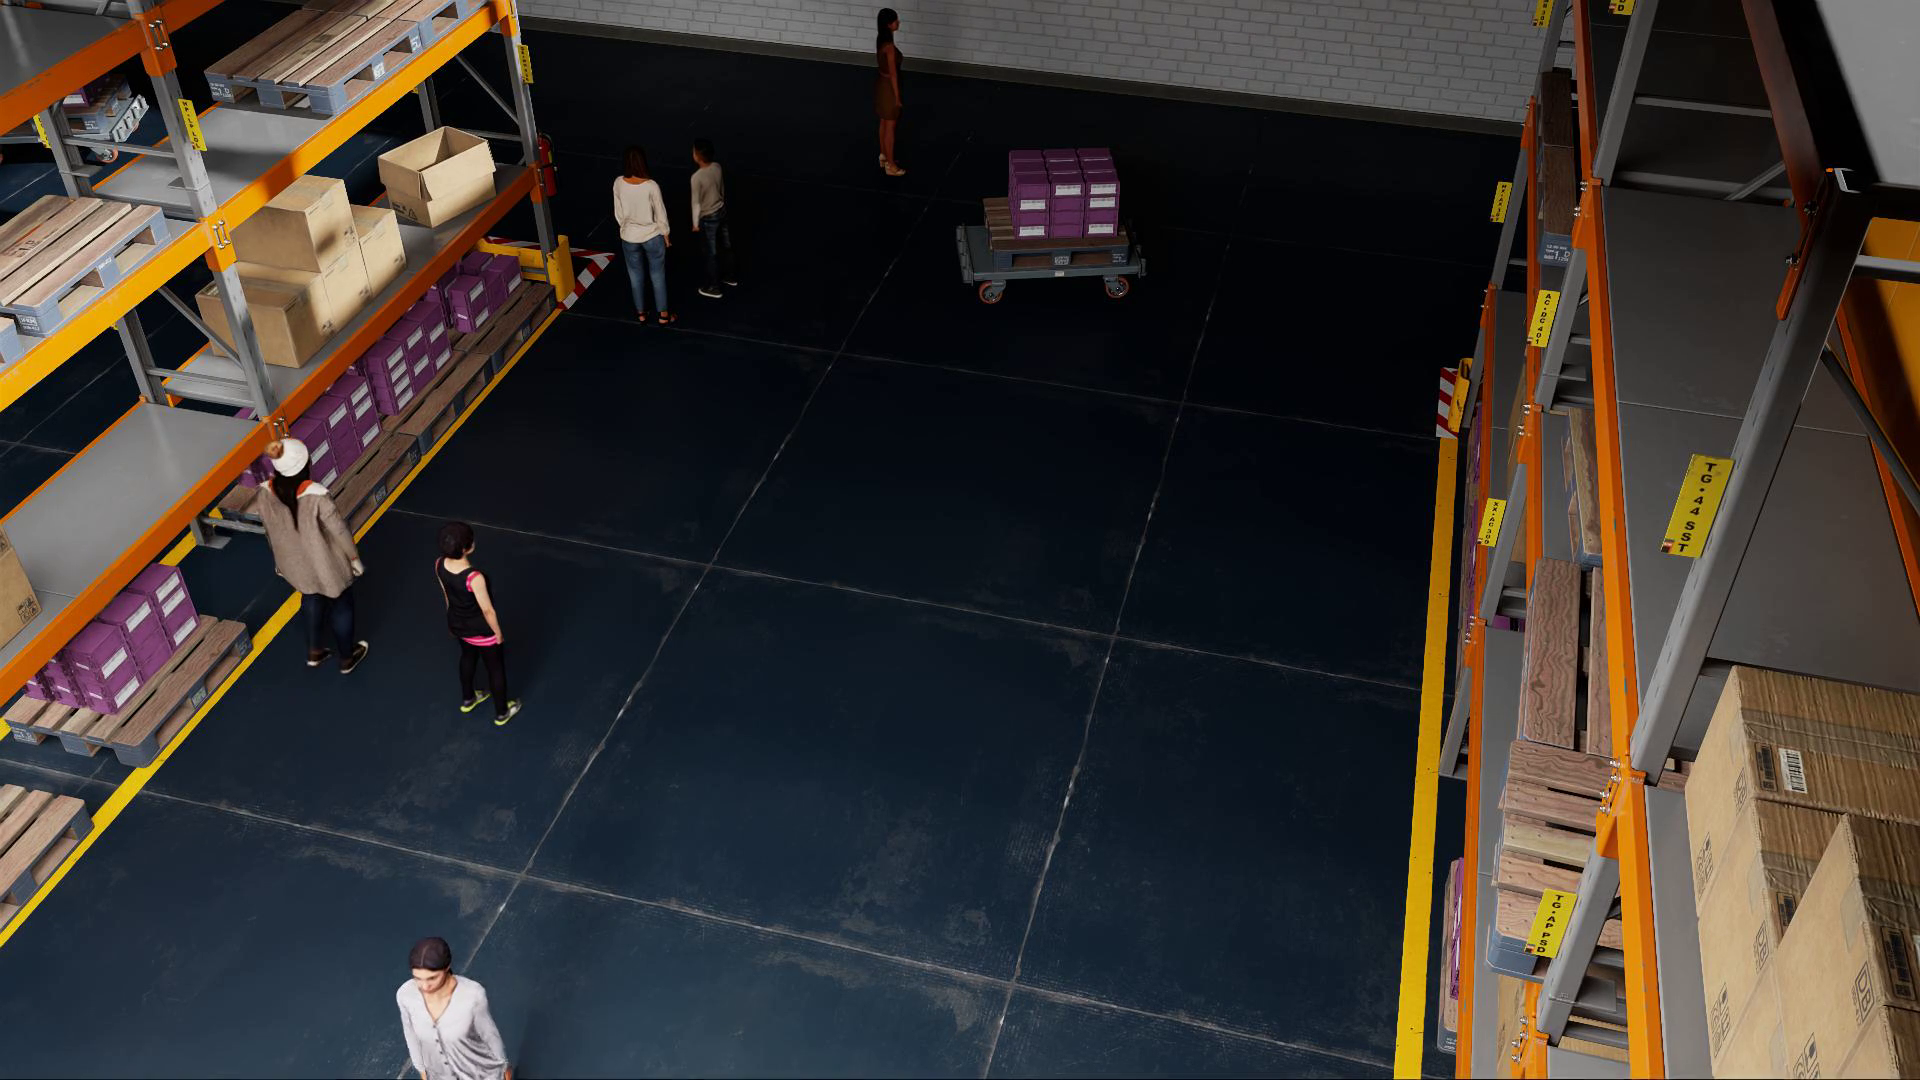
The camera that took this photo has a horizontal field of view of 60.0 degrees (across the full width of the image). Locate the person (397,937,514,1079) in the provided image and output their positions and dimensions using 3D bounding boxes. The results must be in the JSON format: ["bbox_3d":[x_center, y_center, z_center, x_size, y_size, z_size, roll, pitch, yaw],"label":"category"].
[{"bbox_3d":[-2.344,2.426,7.929,0.731,1.755,0.984,1,39,1],"label":"person"}]

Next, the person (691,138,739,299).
[{"bbox_3d":[-2.201,-2.875,14.805,0.653,1.458,0.518,21,43,25],"label":"person"}]

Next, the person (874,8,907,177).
[{"bbox_3d":[-0.711,-4.486,16.636,0.705,1.690,0.602,-10,40,-12],"label":"person"}]

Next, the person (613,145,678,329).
[{"bbox_3d":[-2.723,-2.603,14.285,0.619,1.682,0.521,9,39,11],"label":"person"}]

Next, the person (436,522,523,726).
[{"bbox_3d":[-3.076,0.523,10.478,0.610,1.547,0.585,19,43,23],"label":"person"}]

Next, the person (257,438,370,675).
[{"bbox_3d":[-4.198,0.155,10.667,0.733,1.887,0.691,6,39,8],"label":"person"}]
